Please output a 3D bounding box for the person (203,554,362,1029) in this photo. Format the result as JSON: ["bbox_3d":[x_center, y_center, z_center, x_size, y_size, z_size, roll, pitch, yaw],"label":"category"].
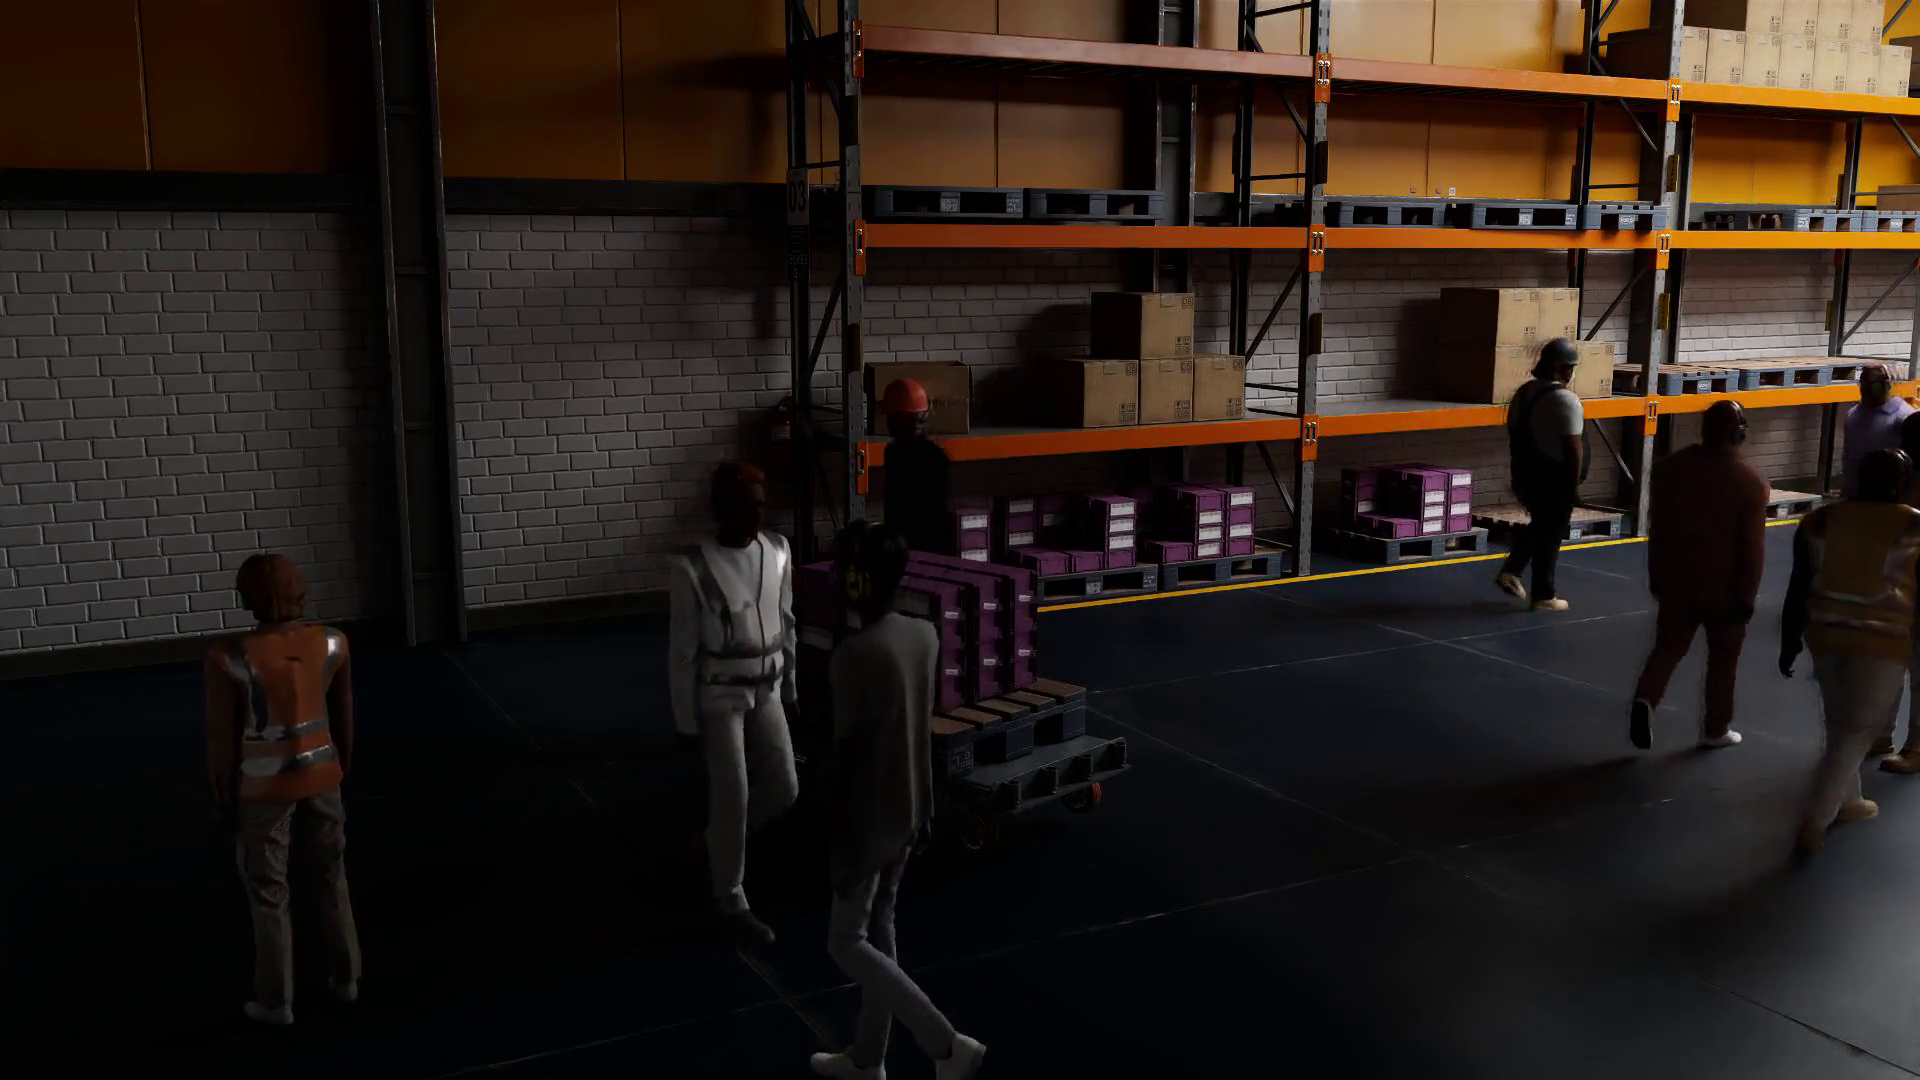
[{"bbox_3d":[-2.300,0.858,5.700,0.316,1.630,0.515,9,13,41],"label":"person"}]

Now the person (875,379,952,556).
[{"bbox_3d":[-0.344,0.111,9.047,0.963,1.949,0.651,-7,12,-33],"label":"person"}]

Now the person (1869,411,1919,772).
[{"bbox_3d":[4.860,0.257,8.533,0.429,1.847,0.625,-2,10,-9],"label":"person"}]

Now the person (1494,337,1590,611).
[{"bbox_3d":[4.359,-0.484,12.230,0.539,2.000,0.686,-2,10,-13],"label":"person"}]

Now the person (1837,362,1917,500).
[{"bbox_3d":[6.569,-0.341,11.945,0.988,1.866,0.650,-4,11,-21],"label":"person"}]

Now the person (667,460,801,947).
[{"bbox_3d":[-0.886,0.611,6.413,0.486,1.867,0.595,9,13,41],"label":"person"}]

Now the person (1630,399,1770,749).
[{"bbox_3d":[3.868,0.204,8.710,0.758,1.889,0.644,-9,13,-41],"label":"person"}]

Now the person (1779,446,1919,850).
[{"bbox_3d":[3.978,0.485,7.396,0.898,1.796,0.656,-8,13,-39],"label":"person"}]

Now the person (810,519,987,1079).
[{"bbox_3d":[-0.200,0.855,5.070,0.643,1.851,0.523,7,12,33],"label":"person"}]
